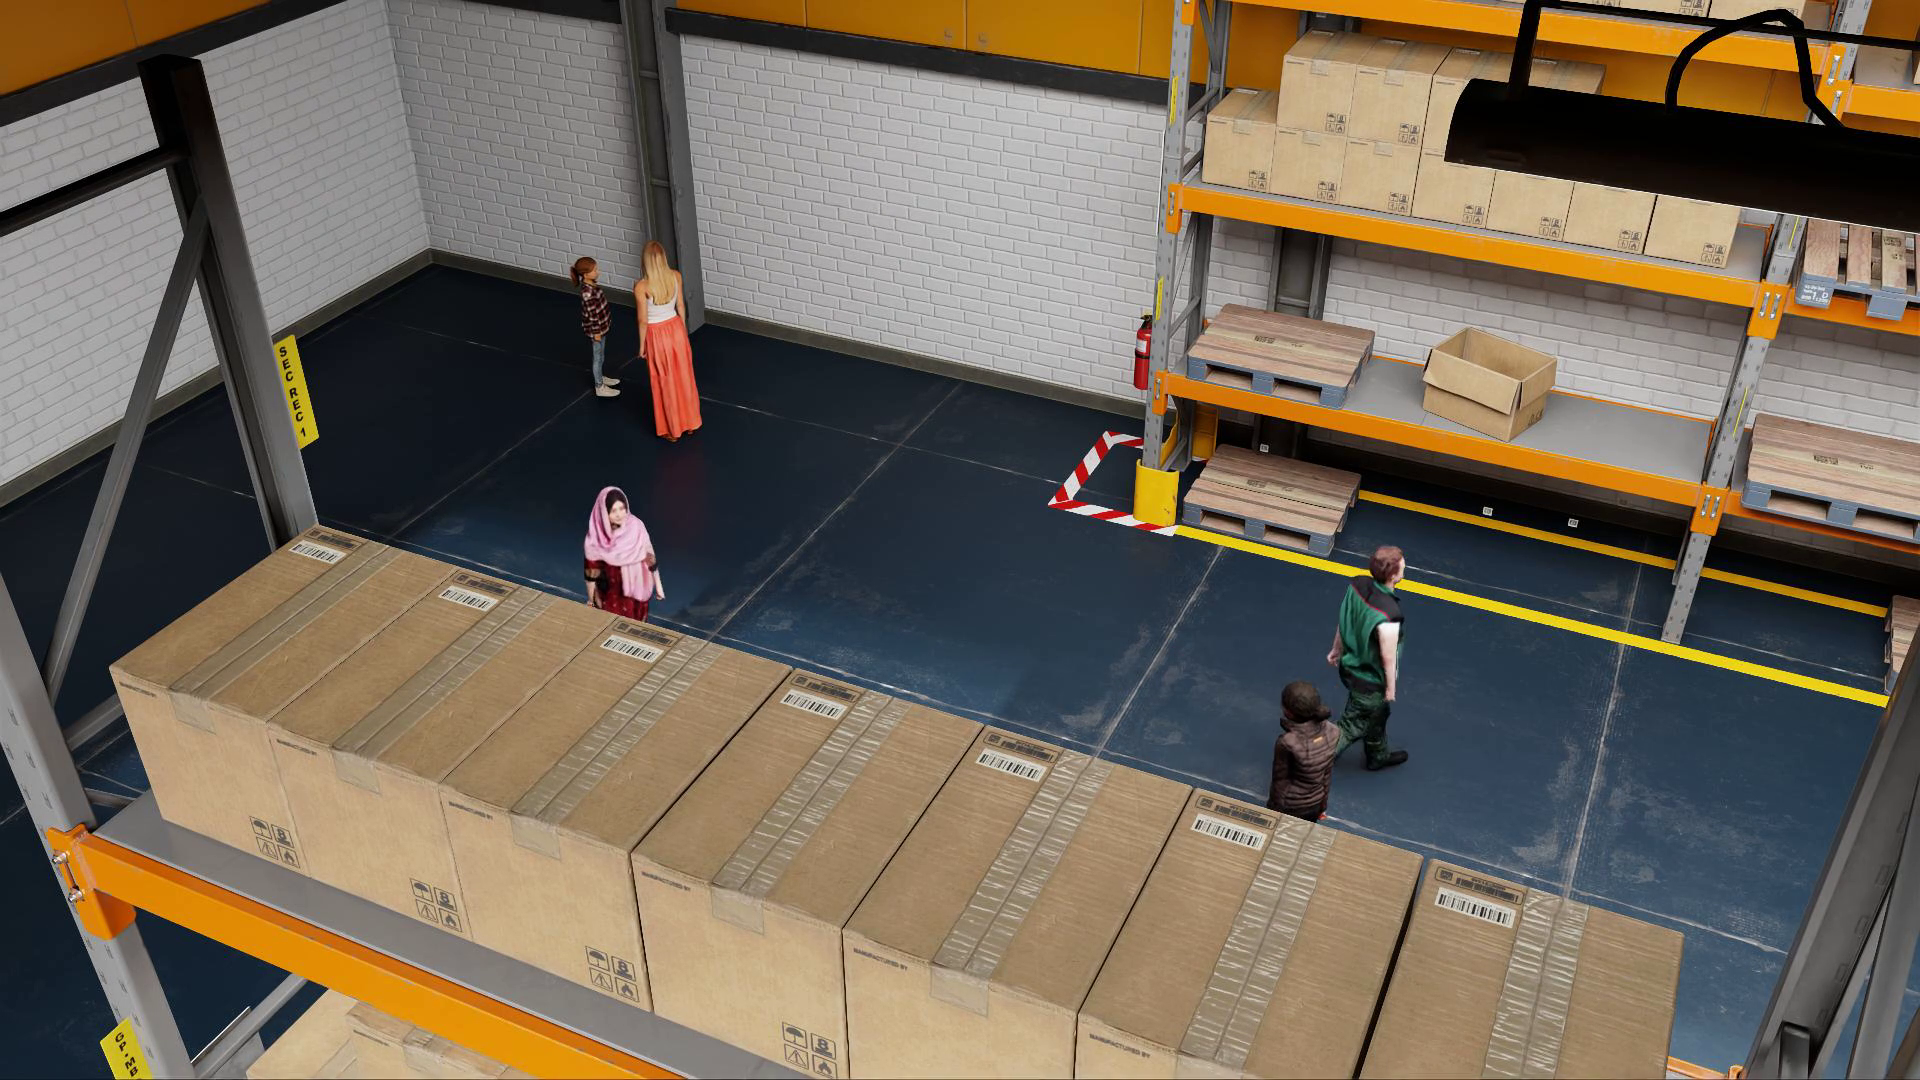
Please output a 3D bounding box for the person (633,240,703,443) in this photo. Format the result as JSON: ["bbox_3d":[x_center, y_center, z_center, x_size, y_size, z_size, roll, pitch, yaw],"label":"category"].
[{"bbox_3d":[-2.476,-1.669,13.983,0.726,1.802,0.741,-23,40,-31],"label":"person"}]

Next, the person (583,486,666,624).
[{"bbox_3d":[-2.311,0.305,11.163,0.916,1.636,1.095,-25,41,-33],"label":"person"}]

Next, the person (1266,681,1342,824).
[{"bbox_3d":[1.899,1.486,9.370,0.702,1.654,0.761,19,38,26],"label":"person"}]

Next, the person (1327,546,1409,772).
[{"bbox_3d":[2.424,0.837,10.210,1.213,1.805,1.121,-10,35,-14],"label":"person"}]

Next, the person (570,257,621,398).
[{"bbox_3d":[-3.252,-1.913,14.797,0.666,1.306,0.622,-5,34,-8],"label":"person"}]
